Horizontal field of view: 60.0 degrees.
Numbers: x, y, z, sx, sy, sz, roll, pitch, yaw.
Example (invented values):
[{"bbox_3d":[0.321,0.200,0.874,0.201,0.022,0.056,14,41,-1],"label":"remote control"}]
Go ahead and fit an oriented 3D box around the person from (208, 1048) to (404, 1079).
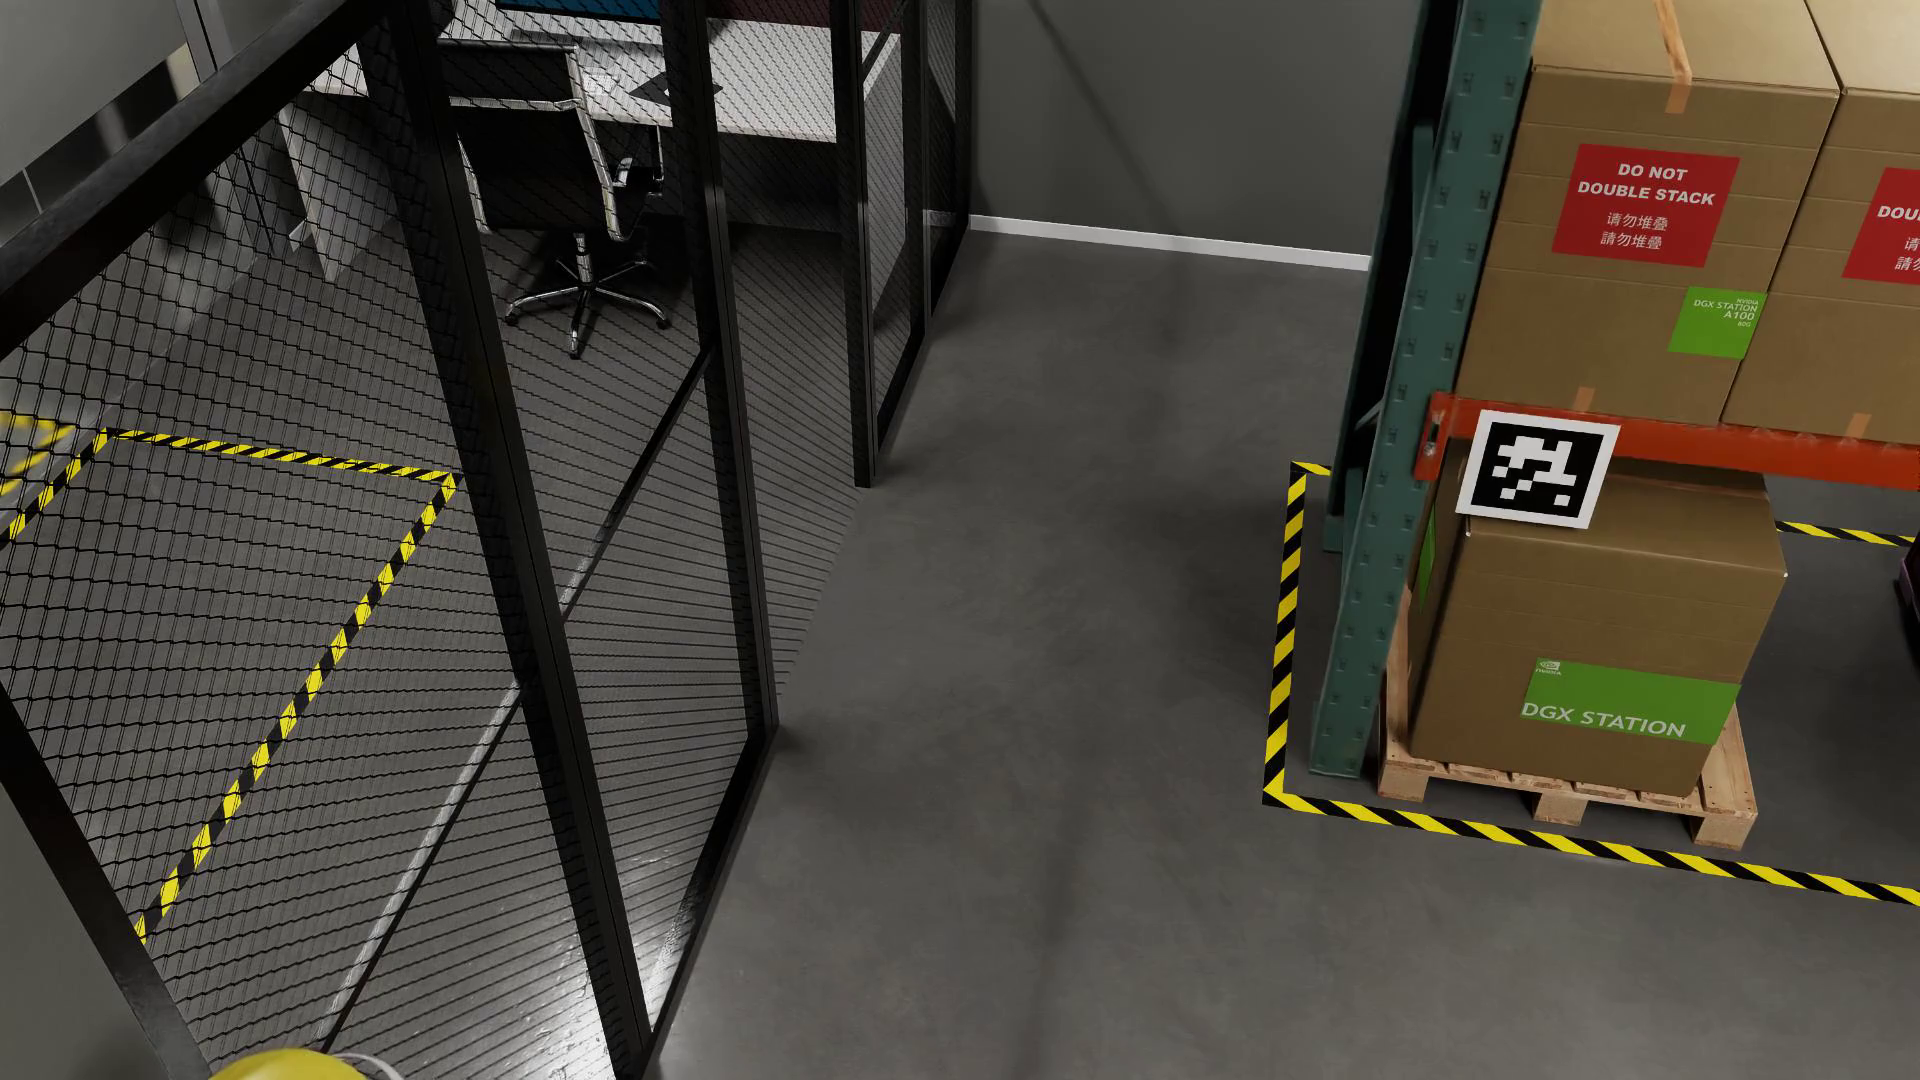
[{"bbox_3d":[-0.681,1.223,2.169,0.600,1.832,0.404,12,42,14],"label":"person"}]
